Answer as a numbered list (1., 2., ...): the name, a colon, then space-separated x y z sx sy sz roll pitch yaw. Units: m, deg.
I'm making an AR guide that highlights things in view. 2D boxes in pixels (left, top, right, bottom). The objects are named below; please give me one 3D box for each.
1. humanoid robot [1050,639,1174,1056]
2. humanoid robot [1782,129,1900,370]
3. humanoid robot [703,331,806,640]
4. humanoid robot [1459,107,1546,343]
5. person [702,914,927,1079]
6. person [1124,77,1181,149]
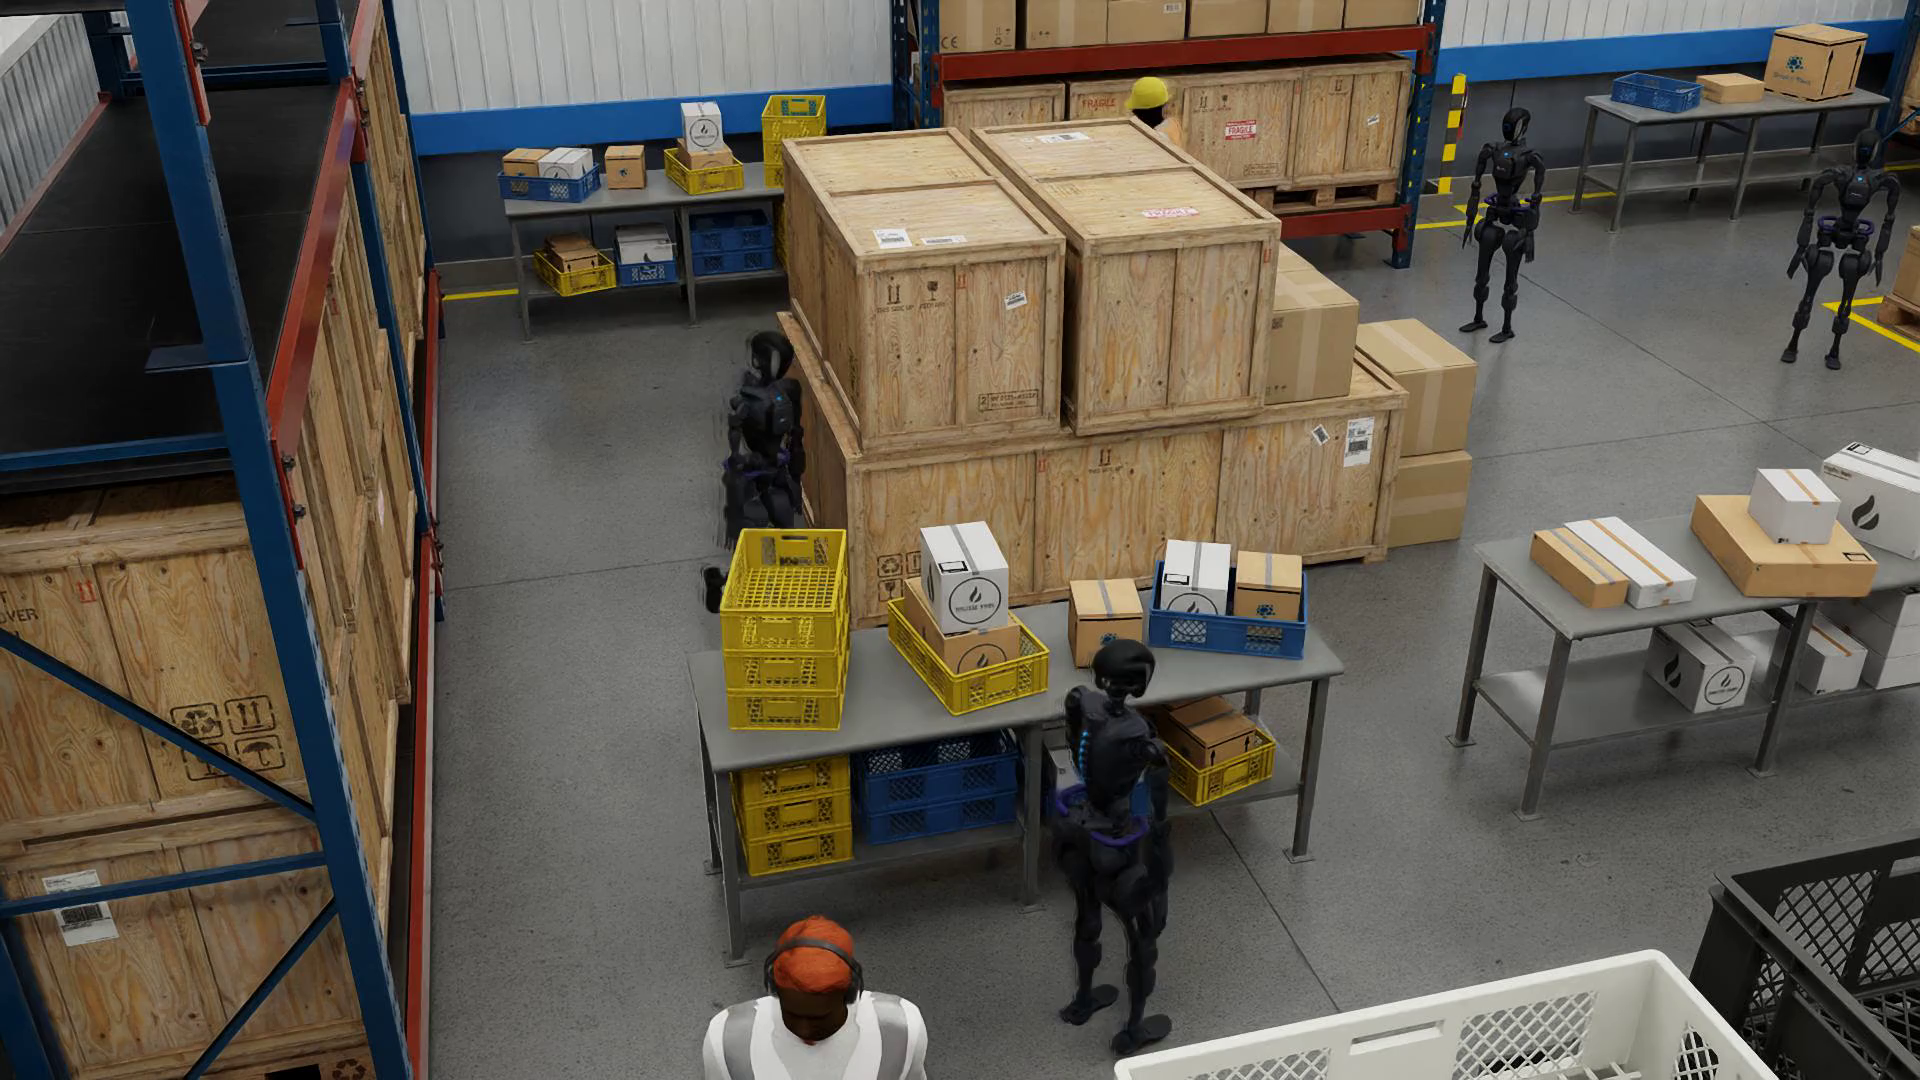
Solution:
1. humanoid robot: 0.566 1.030 5.782 0.462 1.653 0.600 -20 35 -32
2. humanoid robot: 5.930 -1.955 11.203 0.576 1.649 0.337 12 31 21
3. humanoid robot: -1.033 -0.251 8.129 0.553 1.637 0.622 22 36 34
4. humanoid robot: 3.812 -2.203 11.654 0.335 1.651 0.570 -25 37 -37
5. person: -0.360 1.717 4.323 0.573 1.886 0.354 -4 29 -7
6. person: 1.390 -2.276 11.573 0.524 1.893 0.649 9 30 16
